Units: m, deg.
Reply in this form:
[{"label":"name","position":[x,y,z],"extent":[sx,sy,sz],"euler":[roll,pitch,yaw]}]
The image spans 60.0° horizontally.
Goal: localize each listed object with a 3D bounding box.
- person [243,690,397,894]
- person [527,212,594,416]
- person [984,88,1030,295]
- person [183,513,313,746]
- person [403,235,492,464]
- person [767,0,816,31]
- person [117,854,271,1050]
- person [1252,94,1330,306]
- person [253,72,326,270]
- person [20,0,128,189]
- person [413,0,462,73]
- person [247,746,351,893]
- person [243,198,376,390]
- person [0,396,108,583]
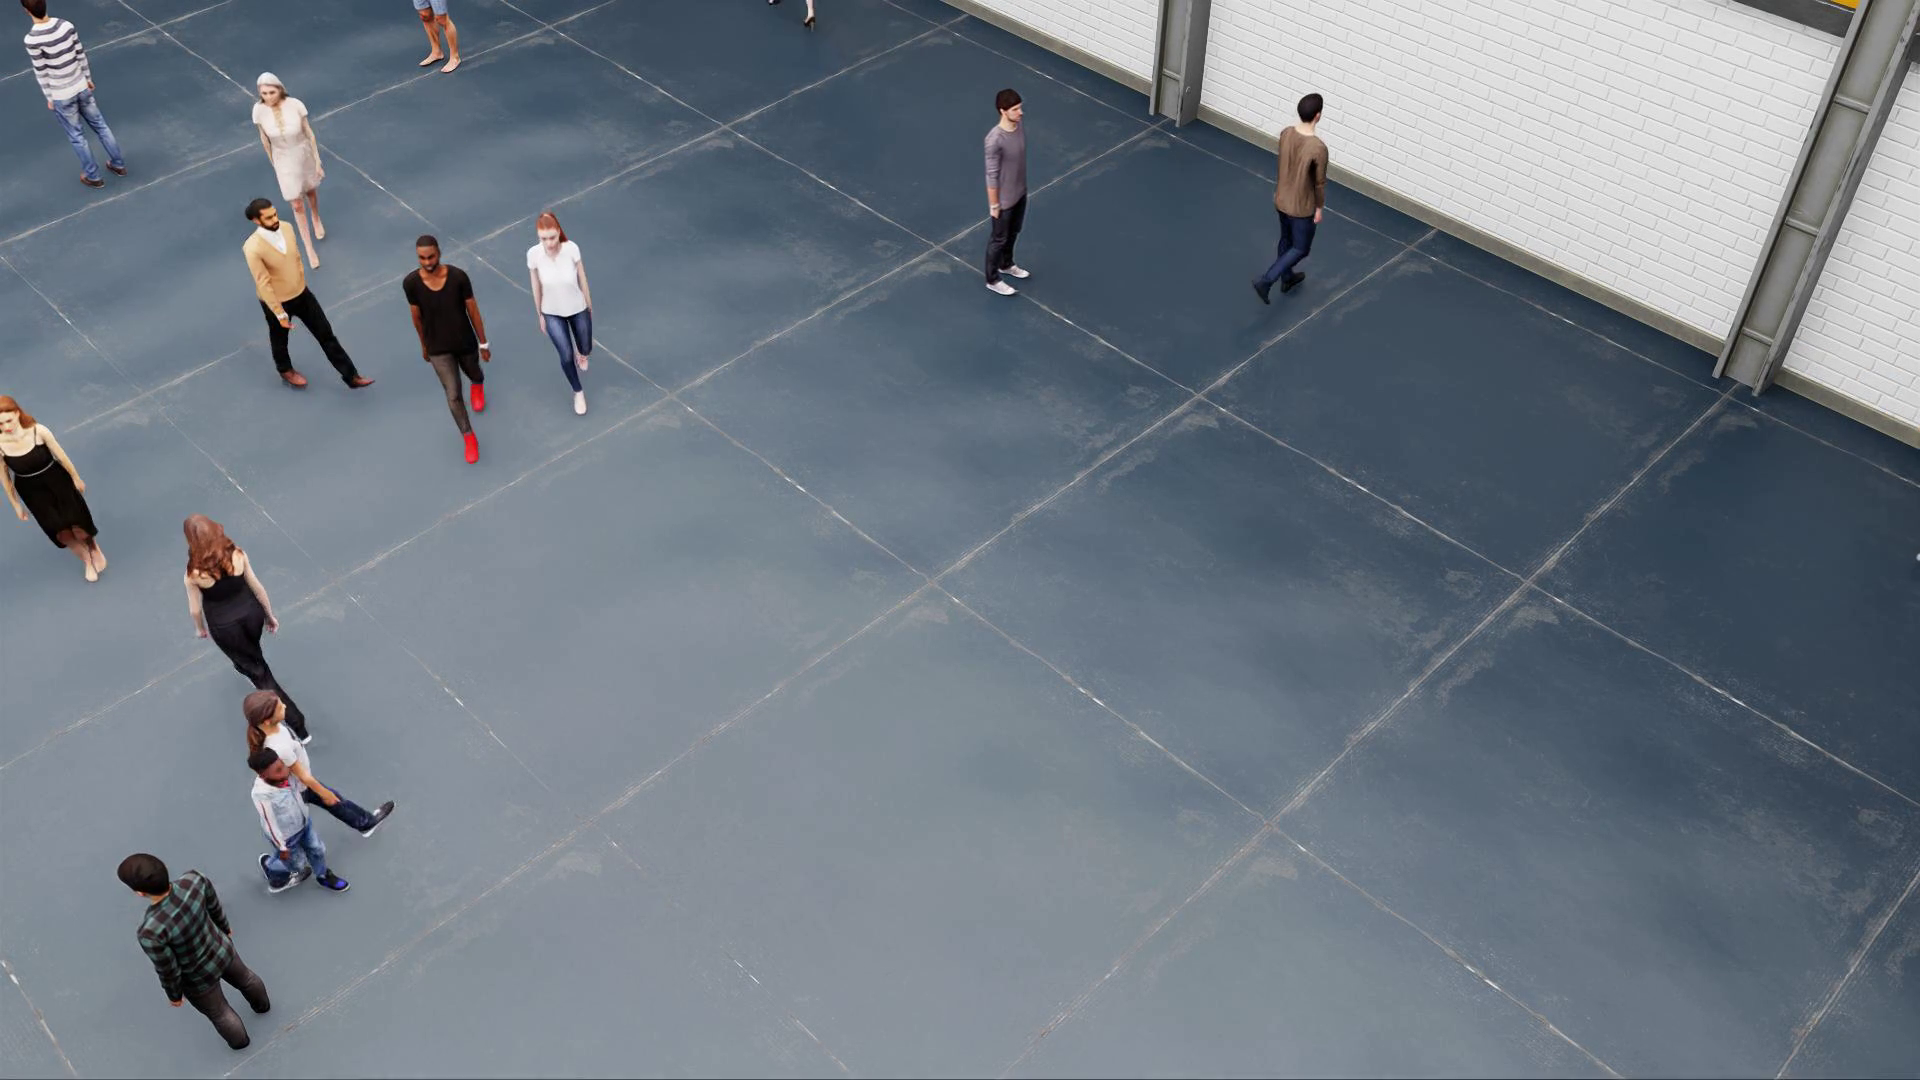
[{"label":"person","position":[-3.887,1.458,9.516],"extent":[0.676,1.516,1.025],"euler":[-29,51,-27]},{"label":"person","position":[-3.048,-1.800,12.788],"extent":[0.815,1.720,0.960],"euler":[-10,45,-10]},{"label":"person","position":[0.384,-2.923,13.872],"extent":[0.624,1.850,0.721],"euler":[22,48,22]},{"label":"person","position":[-4.422,0.591,10.297],"extent":[1.184,1.695,0.629],"euler":[32,52,29]},{"label":"person","position":[-3.799,-1.538,12.469],"extent":[1.048,1.781,1.246],"euler":[-10,44,-10]},{"label":"person","position":[-1.684,-6.186,17.343],"extent":[0.695,1.789,1.073],"euler":[-28,50,-27]},{"label":"person","position":[-4.003,2.187,8.788],"extent":[0.703,1.714,0.748],"euler":[12,45,12]},{"label":"person","position":[2.733,-2.759,13.686],"extent":[0.791,1.870,0.940],"euler":[-29,50,-27]},{"label":"person","position":[-5.729,-3.273,14.355],"extent":[0.897,1.692,1.177],"euler":[-15,46,-16]},{"label":"person","position":[-8.088,-4.094,15.104],"extent":[0.621,1.847,0.686],"euler":[22,48,21]},{"label":"person","position":[-5.373,-5.645,16.735],"extent":[0.590,1.843,0.742],"euler":[21,47,21]},{"label":"person","position":[-3.908,1.611,9.549],"extent":[0.799,1.249,0.659],"euler":[13,45,13]},{"label":"person","position":[-5.272,-1.869,12.872],"extent":[1.213,1.705,0.855],"euler":[22,48,22]},{"label":"person","position":[-6.244,-0.390,11.388],"extent":[0.684,1.611,0.702],"euler":[-18,46,-18]}]
